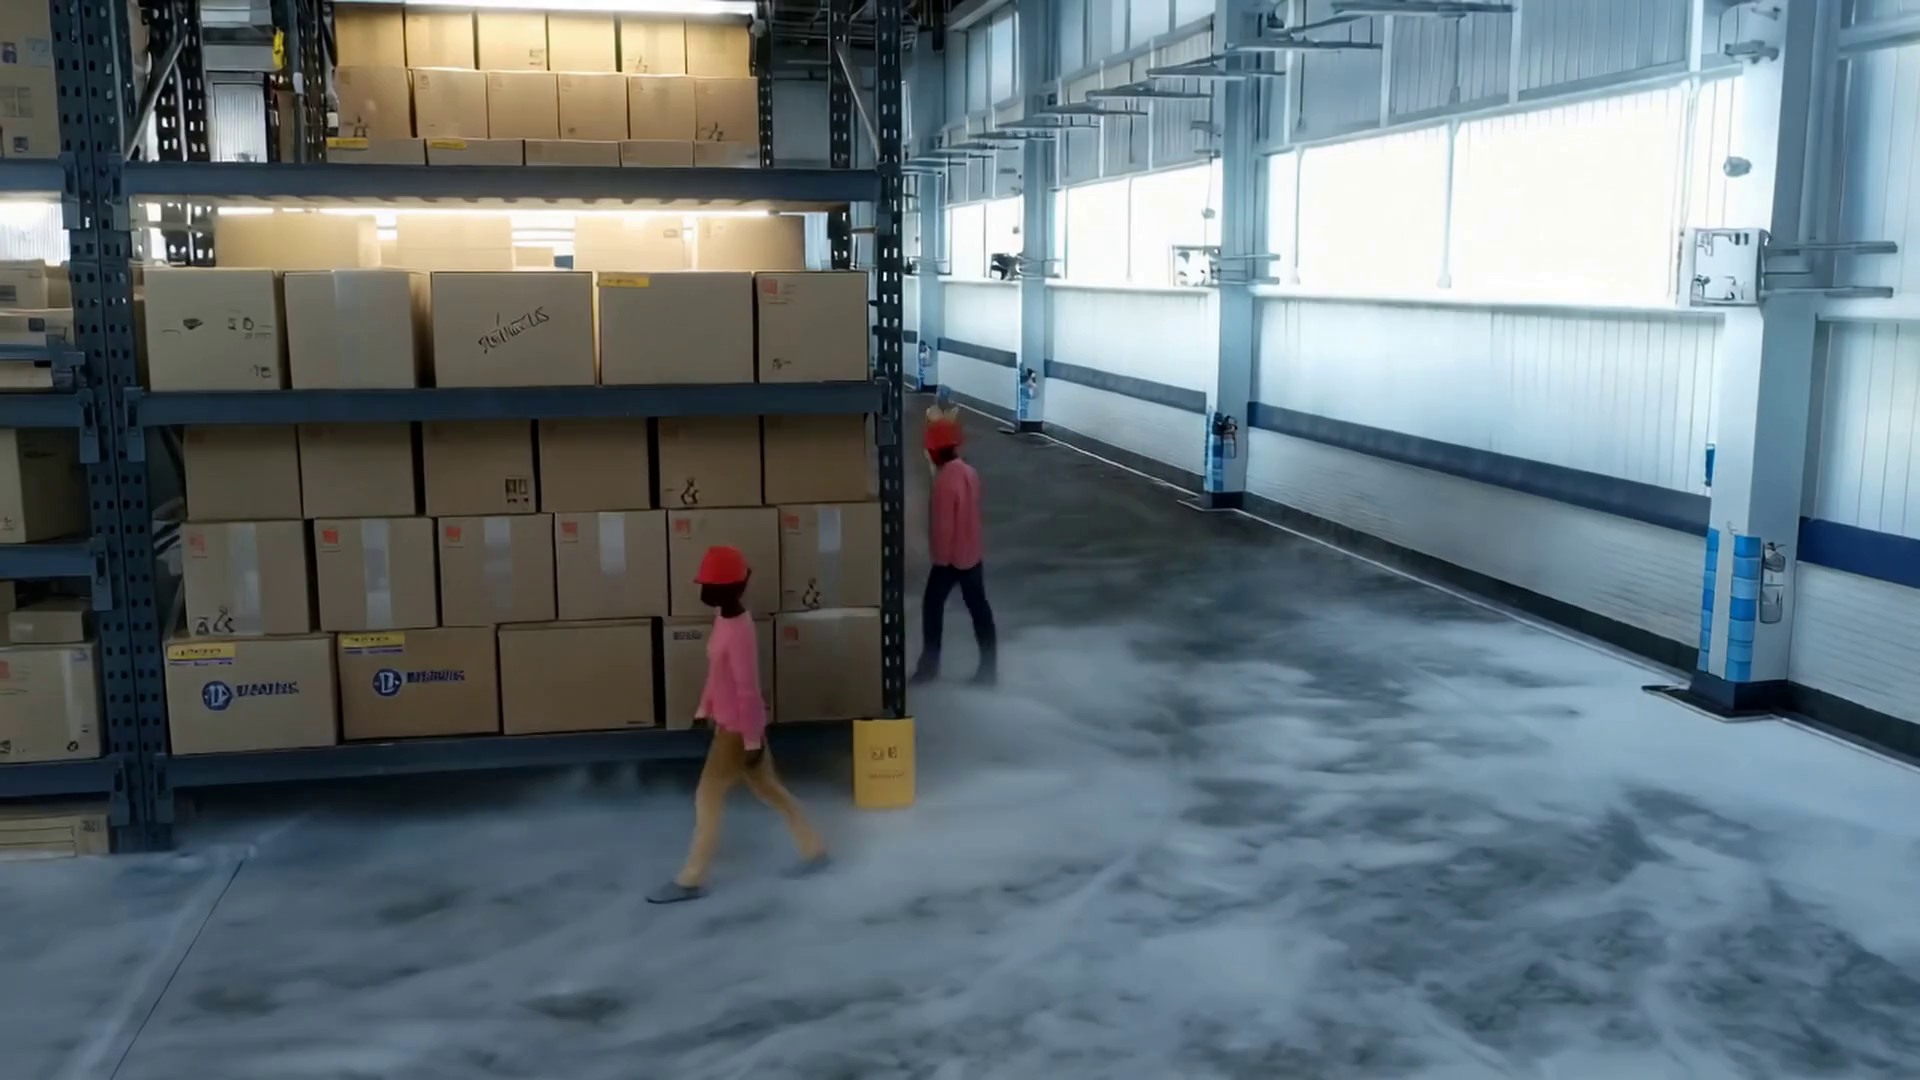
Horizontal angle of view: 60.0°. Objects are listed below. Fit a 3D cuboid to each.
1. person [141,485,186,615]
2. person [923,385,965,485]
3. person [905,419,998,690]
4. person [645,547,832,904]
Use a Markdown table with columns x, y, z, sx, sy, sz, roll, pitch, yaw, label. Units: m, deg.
| x | y | z | sx | sy | sz | roll | pitch | yaw | label |
| --- | --- | --- | --- | --- | --- | --- | --- | --- | --- |
| -5.748 | 0.134 | 12.234 | 0.493 | 1.818 | 0.594 | -4 | 10 | -23 | person |
| -0.191 | -1.102 | 20.434 | 0.528 | 1.597 | 0.862 | 1 | 9 | 8 | person |
| -0.106 | 0.107 | 11.925 | 0.851 | 1.954 | 0.699 | 5 | 11 | 28 | person |
| -1.044 | 0.871 | 8.026 | 0.910 | 1.724 | 0.534 | -2 | 9 | -11 | person |
